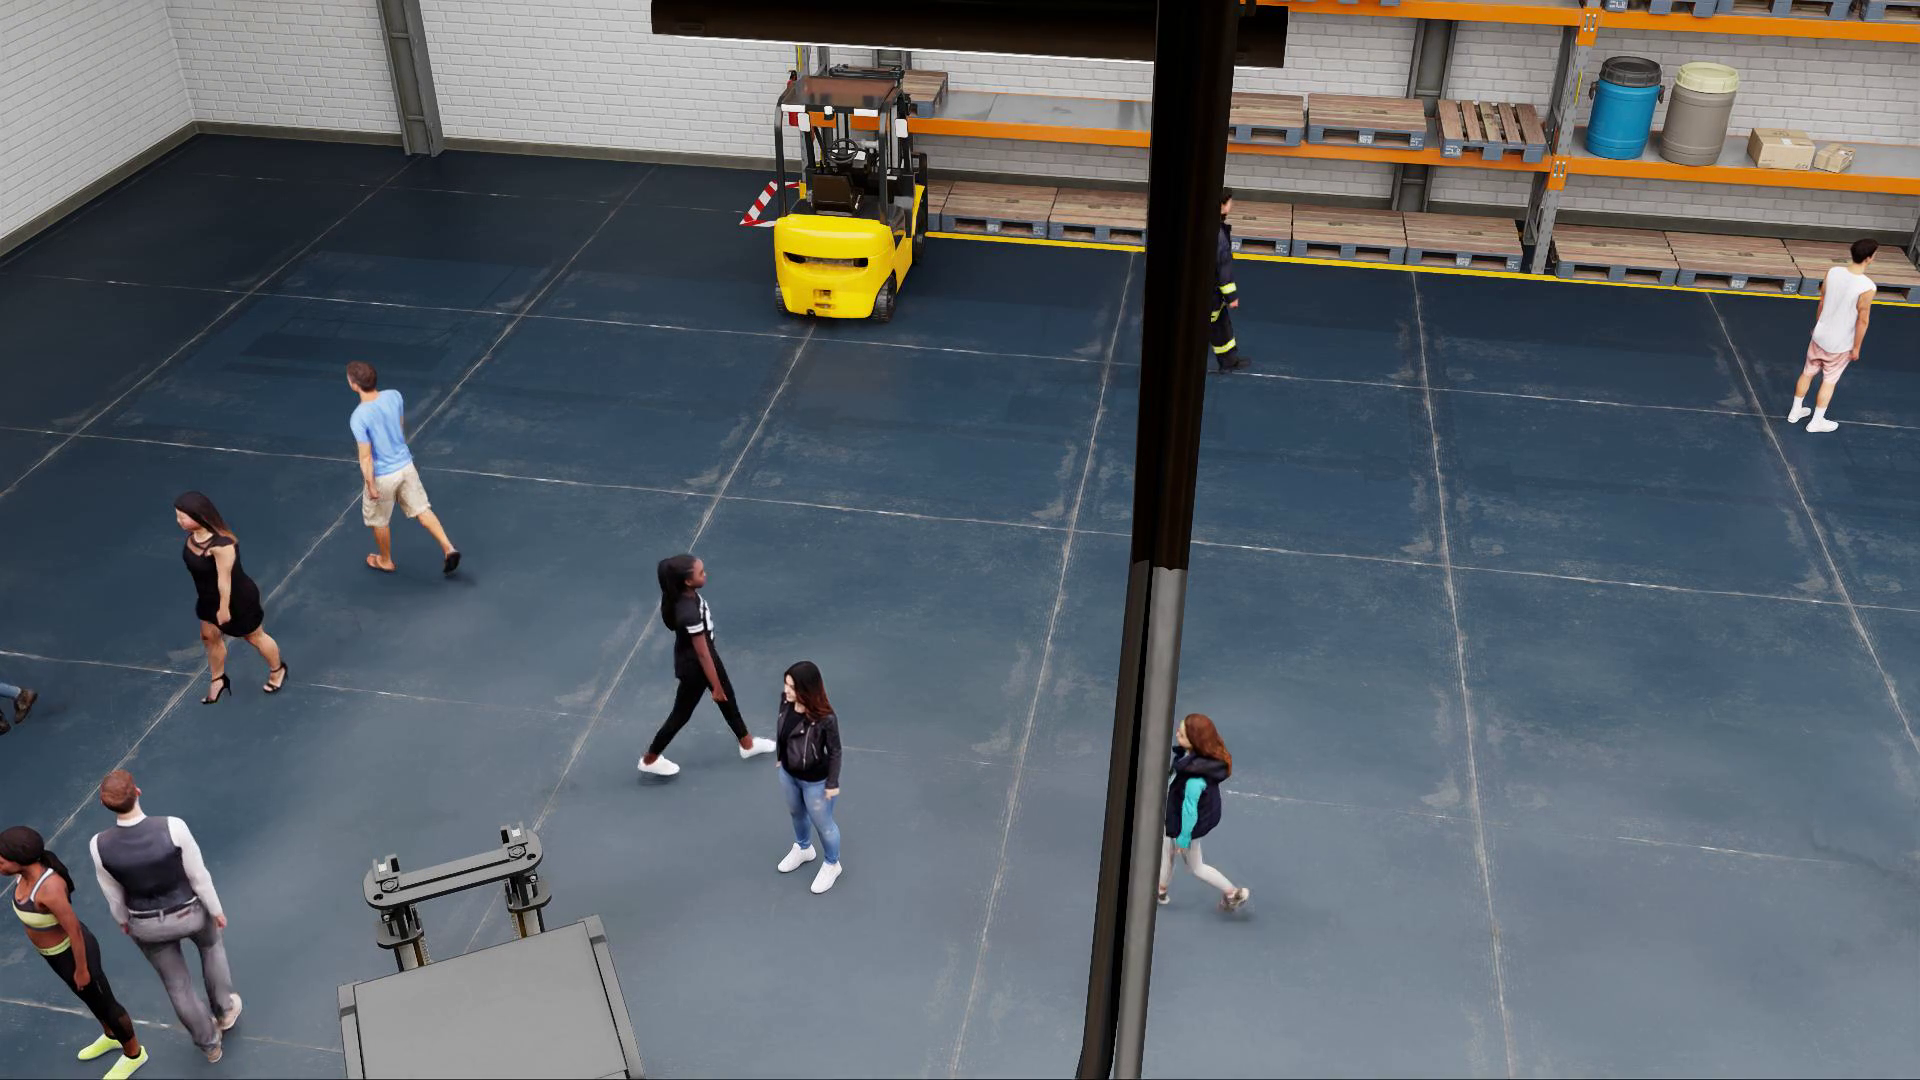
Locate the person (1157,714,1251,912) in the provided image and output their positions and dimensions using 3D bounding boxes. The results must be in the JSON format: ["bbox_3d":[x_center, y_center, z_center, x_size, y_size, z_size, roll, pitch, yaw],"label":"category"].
[{"bbox_3d":[1.400,1.627,9.710,0.929,1.479,0.596,4,34,5],"label":"person"}]

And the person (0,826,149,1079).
[{"bbox_3d":[-4.633,2.146,8.681,0.606,1.753,0.703,27,42,34],"label":"person"}]

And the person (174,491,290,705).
[{"bbox_3d":[-4.927,0.368,11.412,0.903,1.691,0.938,28,43,35],"label":"person"}]

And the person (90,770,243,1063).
[{"bbox_3d":[-4.137,2.029,8.702,0.803,1.923,0.894,-11,35,-16],"label":"person"}]

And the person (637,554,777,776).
[{"bbox_3d":[-1.778,0.852,10.690,1.272,1.683,0.965,-8,34,-12],"label":"person"}]

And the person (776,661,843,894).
[{"bbox_3d":[-0.909,1.390,9.925,0.680,1.634,0.793,26,41,33],"label":"person"}]

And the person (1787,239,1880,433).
[{"bbox_3d":[7.666,-1.800,14.586,0.756,1.787,0.736,-14,36,-20],"label":"person"}]

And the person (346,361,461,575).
[{"bbox_3d":[-4.262,-0.517,12.604,1.183,1.844,0.959,20,38,27],"label":"person"}]
